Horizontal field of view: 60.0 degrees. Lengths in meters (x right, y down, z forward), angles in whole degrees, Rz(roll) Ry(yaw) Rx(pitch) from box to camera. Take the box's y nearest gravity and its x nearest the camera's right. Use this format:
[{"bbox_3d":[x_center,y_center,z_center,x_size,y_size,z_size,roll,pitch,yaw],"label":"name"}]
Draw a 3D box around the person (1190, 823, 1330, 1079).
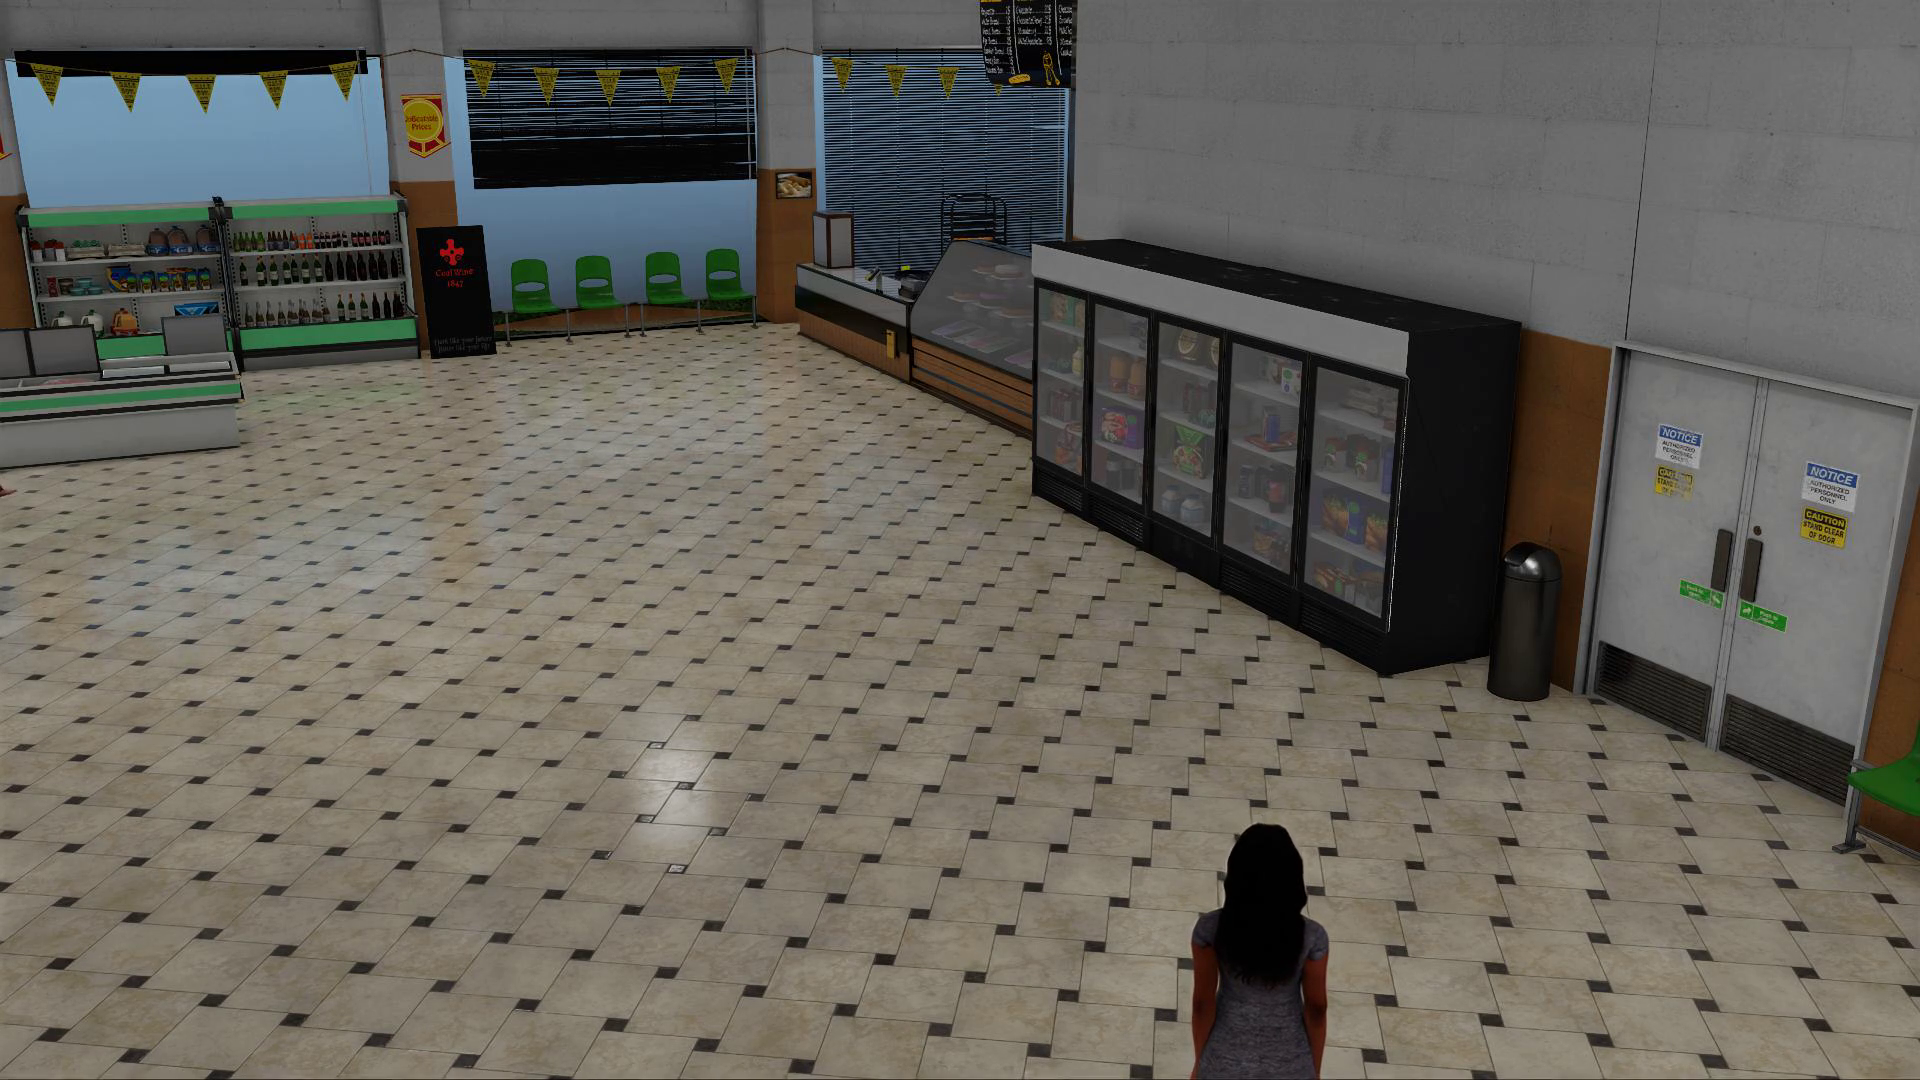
[{"bbox_3d":[0.945,1.716,5.308,0.638,1.778,0.732,3,17,9],"label":"person"}]
